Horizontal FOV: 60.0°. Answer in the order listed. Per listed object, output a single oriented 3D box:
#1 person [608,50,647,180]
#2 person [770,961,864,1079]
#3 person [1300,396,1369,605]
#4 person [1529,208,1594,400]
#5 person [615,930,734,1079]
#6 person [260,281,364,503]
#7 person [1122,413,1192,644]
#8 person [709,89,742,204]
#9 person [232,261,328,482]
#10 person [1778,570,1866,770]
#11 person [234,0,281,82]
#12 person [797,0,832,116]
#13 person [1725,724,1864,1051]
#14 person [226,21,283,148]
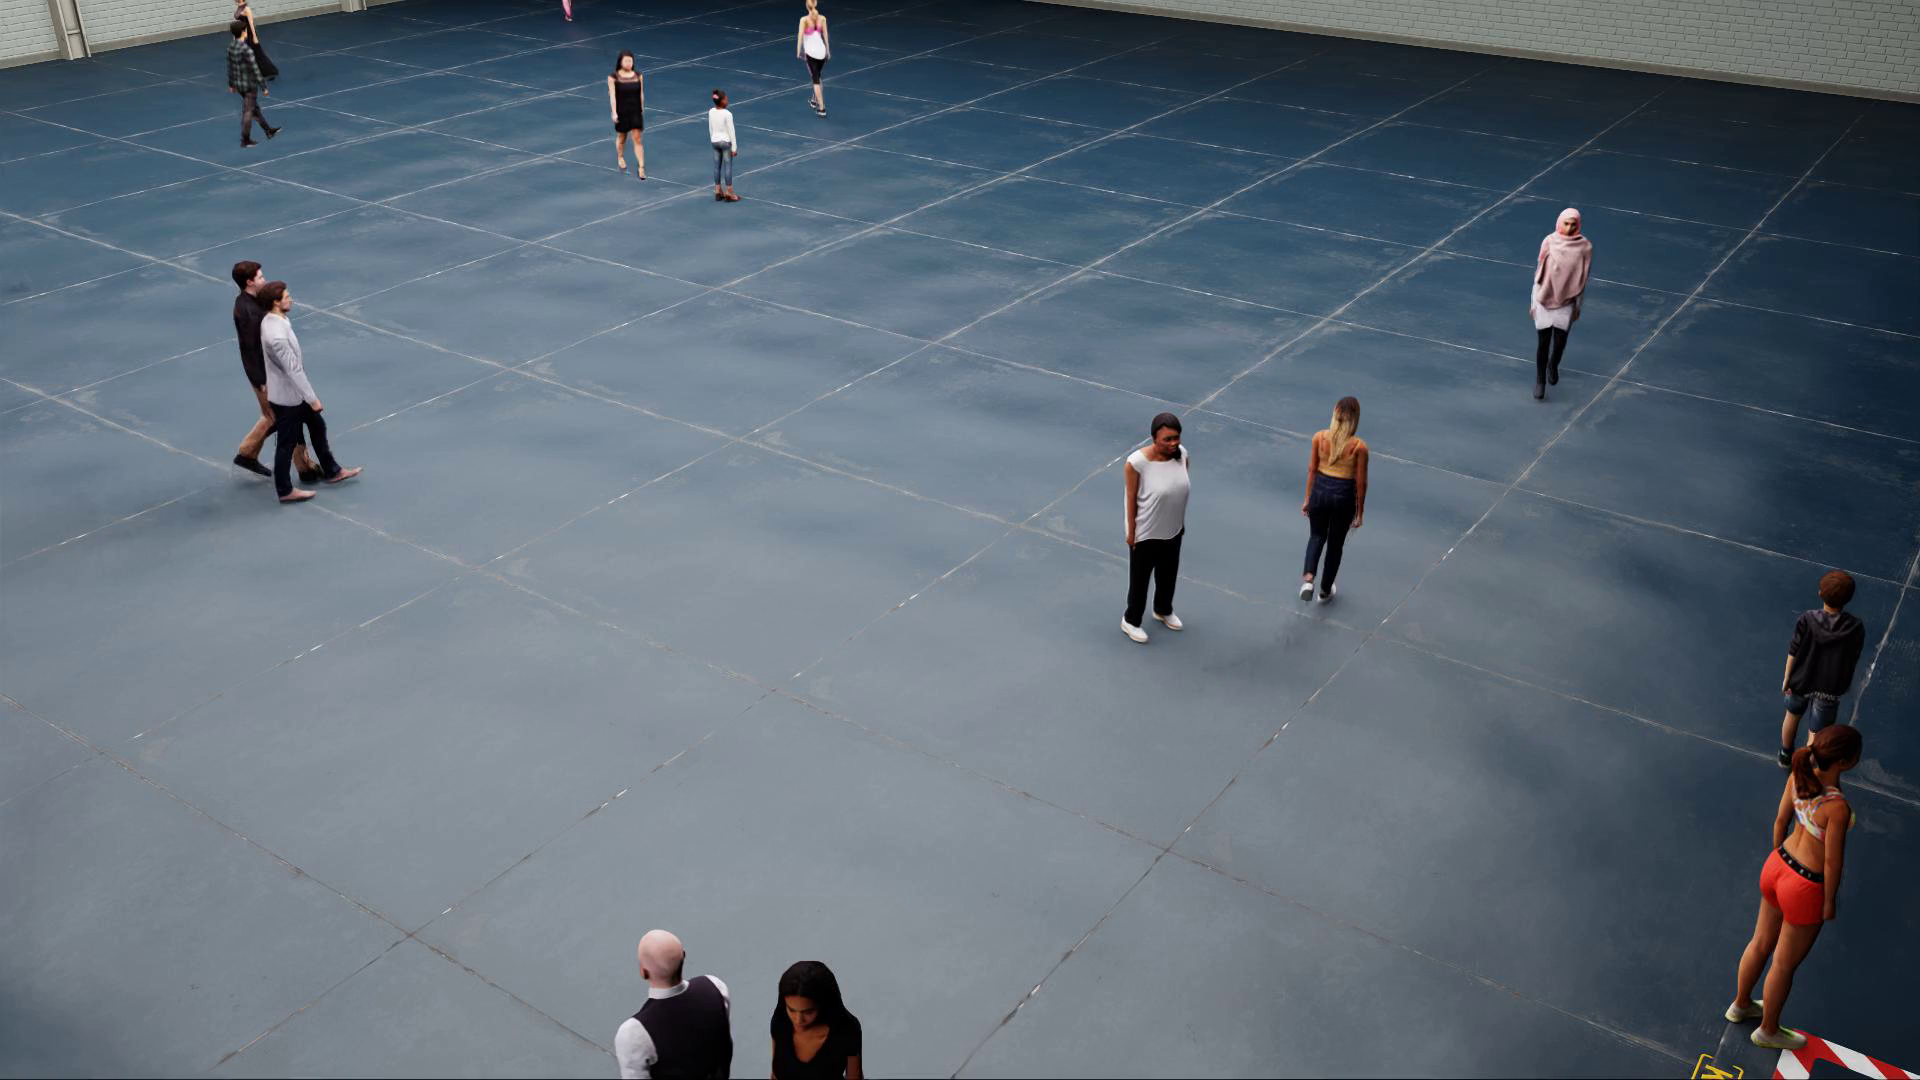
[{"bbox_3d":[-4.524,-5.737,22.444,1.086,1.677,1.036,-12,30,-22],"label":"person"},{"bbox_3d":[-0.537,2.322,6.784,0.961,1.685,1.284,4,28,8],"label":"person"},{"bbox_3d":[2.622,-0.231,11.813,0.623,1.621,0.782,15,31,26],"label":"person"},{"bbox_3d":[5.538,-2.220,15.487,0.700,1.793,0.787,10,29,19],"label":"person"},{"bbox_3d":[-1.114,2.319,6.641,0.761,1.821,0.553,21,34,35],"label":"person"},{"bbox_3d":[-5.504,-1.163,13.398,1.074,1.826,0.965,-10,29,-19],"label":"person"},{"bbox_3d":[1.374,-0.107,11.503,0.695,1.684,0.808,-15,31,-27],"label":"person"},{"bbox_3d":[-3.069,-5.105,21.462,0.544,1.452,0.488,15,31,26],"label":"person"},{"bbox_3d":[-5.767,-1.359,13.688,1.178,1.911,1.050,-10,29,-19],"label":"person"},{"bbox_3d":[5.091,0.879,9.885,0.531,1.412,0.925,17,32,29],"label":"person"},{"bbox_3d":[-11.745,-8.364,27.678,1.105,1.557,0.800,-19,33,-33],"label":"person"},{"bbox_3d":[-2.206,-7.453,25.694,1.079,1.753,1.001,-13,30,-23],"label":"person"},{"bbox_3d":[4.002,1.653,7.968,0.739,1.791,0.677,-4,28,-8],"label":"person"},{"bbox_3d":[-9.961,-6.296,23.051,0.707,1.689,0.975,17,32,29],"label":"person"}]
